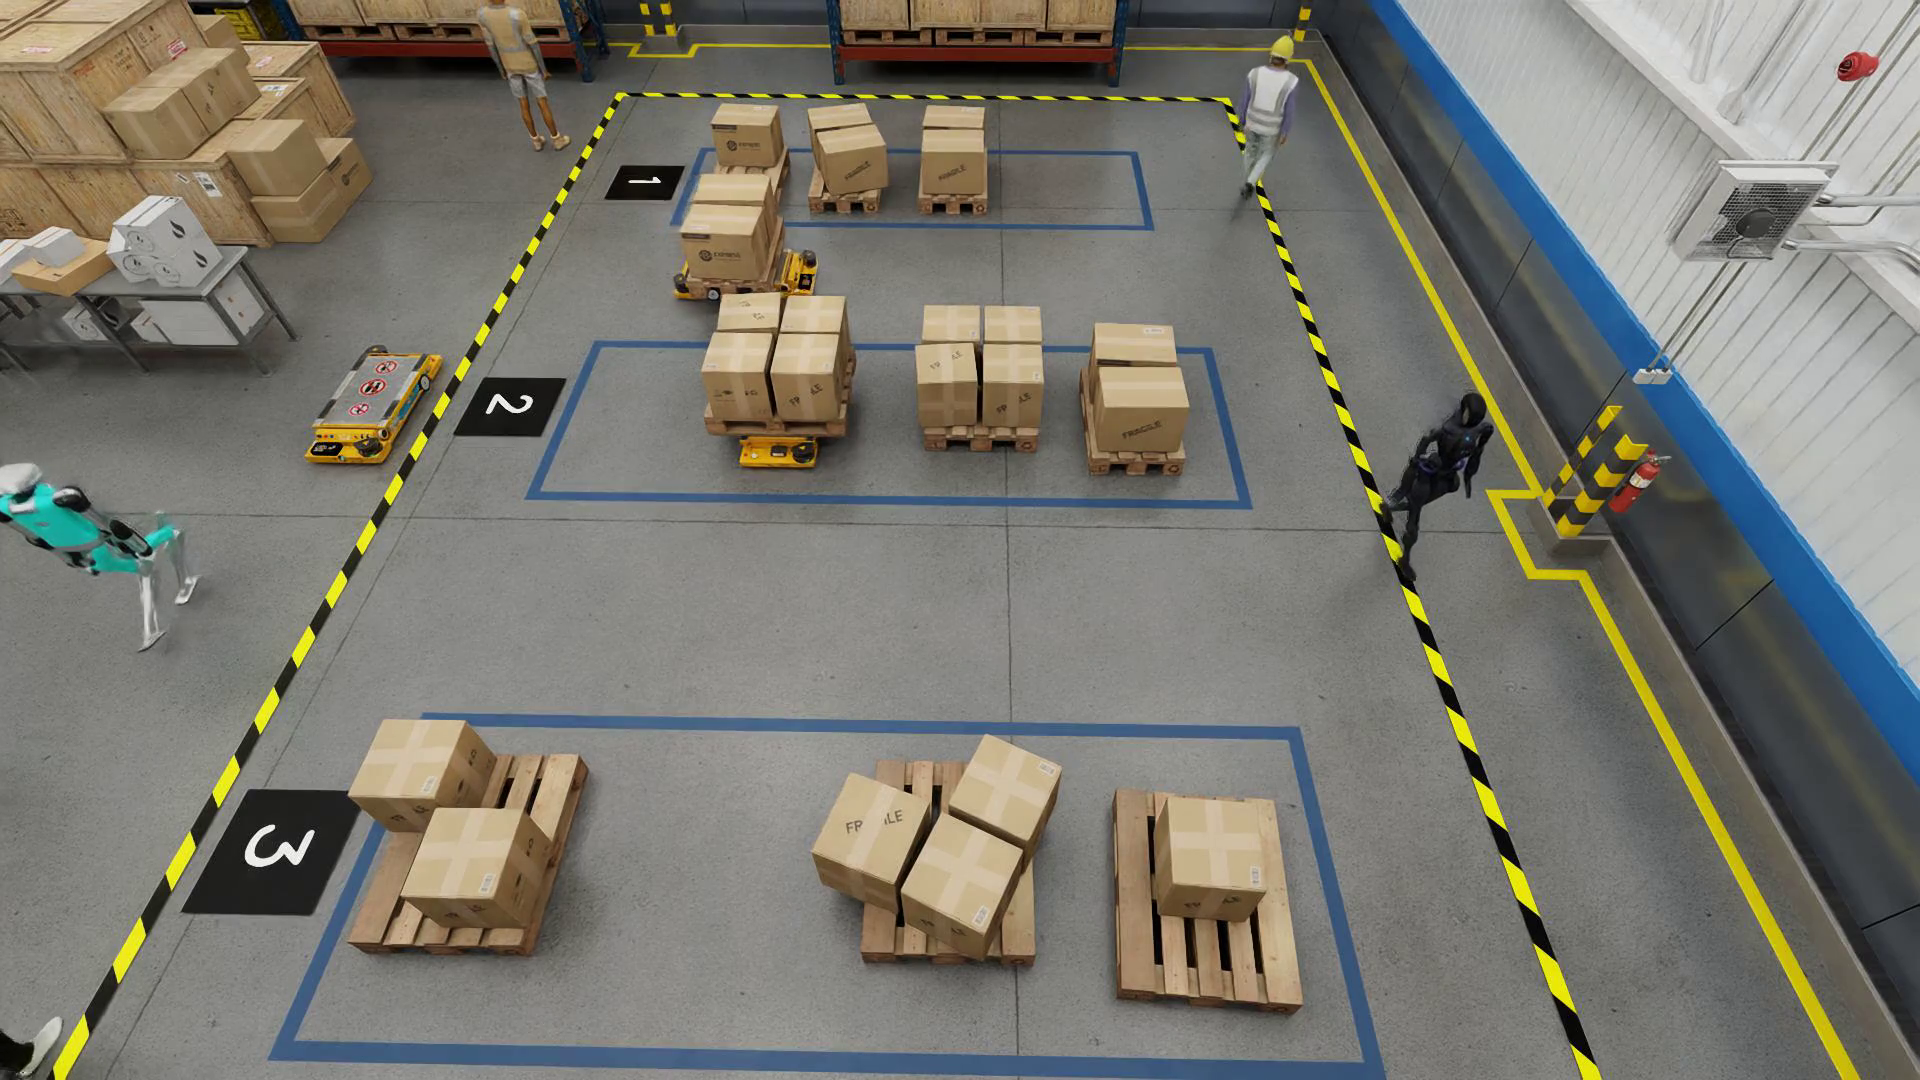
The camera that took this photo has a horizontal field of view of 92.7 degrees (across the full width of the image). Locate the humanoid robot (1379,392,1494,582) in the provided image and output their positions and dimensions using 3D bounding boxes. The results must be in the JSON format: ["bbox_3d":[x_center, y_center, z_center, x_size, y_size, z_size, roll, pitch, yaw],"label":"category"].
[{"bbox_3d":[3.571,-0.485,6.897,0.605,1.644,0.782,-6,50,-5],"label":"humanoid robot"}]

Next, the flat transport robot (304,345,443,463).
[{"bbox_3d":[-5.383,-1.269,8.441,0.659,0.231,1.431,1,50,1],"label":"flat transport robot"}]

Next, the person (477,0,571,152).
[{"bbox_3d":[-5.288,-5.726,11.056,0.605,2.037,0.379,1,50,1],"label":"person"}]

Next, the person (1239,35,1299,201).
[{"bbox_3d":[3.415,-4.688,10.315,0.611,1.818,0.496,28,55,22],"label":"person"}]

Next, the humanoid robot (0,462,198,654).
[{"bbox_3d":[-5.907,-0.007,6.392,0.531,1.727,0.963,-10,50,-8],"label":"humanoid robot"}]

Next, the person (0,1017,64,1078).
[{"bbox_3d":[-5.151,2.266,4.417,0.603,1.842,0.431,-4,50,-3],"label":"person"}]

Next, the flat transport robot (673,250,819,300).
[{"bbox_3d":[-2.264,-2.834,9.747,1.431,0.197,0.652,1,50,1],"label":"flat transport robot"}]

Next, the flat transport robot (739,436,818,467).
[{"bbox_3d":[-1.582,-1.235,8.394,0.652,0.197,1.431,1,50,1],"label":"flat transport robot"}]
